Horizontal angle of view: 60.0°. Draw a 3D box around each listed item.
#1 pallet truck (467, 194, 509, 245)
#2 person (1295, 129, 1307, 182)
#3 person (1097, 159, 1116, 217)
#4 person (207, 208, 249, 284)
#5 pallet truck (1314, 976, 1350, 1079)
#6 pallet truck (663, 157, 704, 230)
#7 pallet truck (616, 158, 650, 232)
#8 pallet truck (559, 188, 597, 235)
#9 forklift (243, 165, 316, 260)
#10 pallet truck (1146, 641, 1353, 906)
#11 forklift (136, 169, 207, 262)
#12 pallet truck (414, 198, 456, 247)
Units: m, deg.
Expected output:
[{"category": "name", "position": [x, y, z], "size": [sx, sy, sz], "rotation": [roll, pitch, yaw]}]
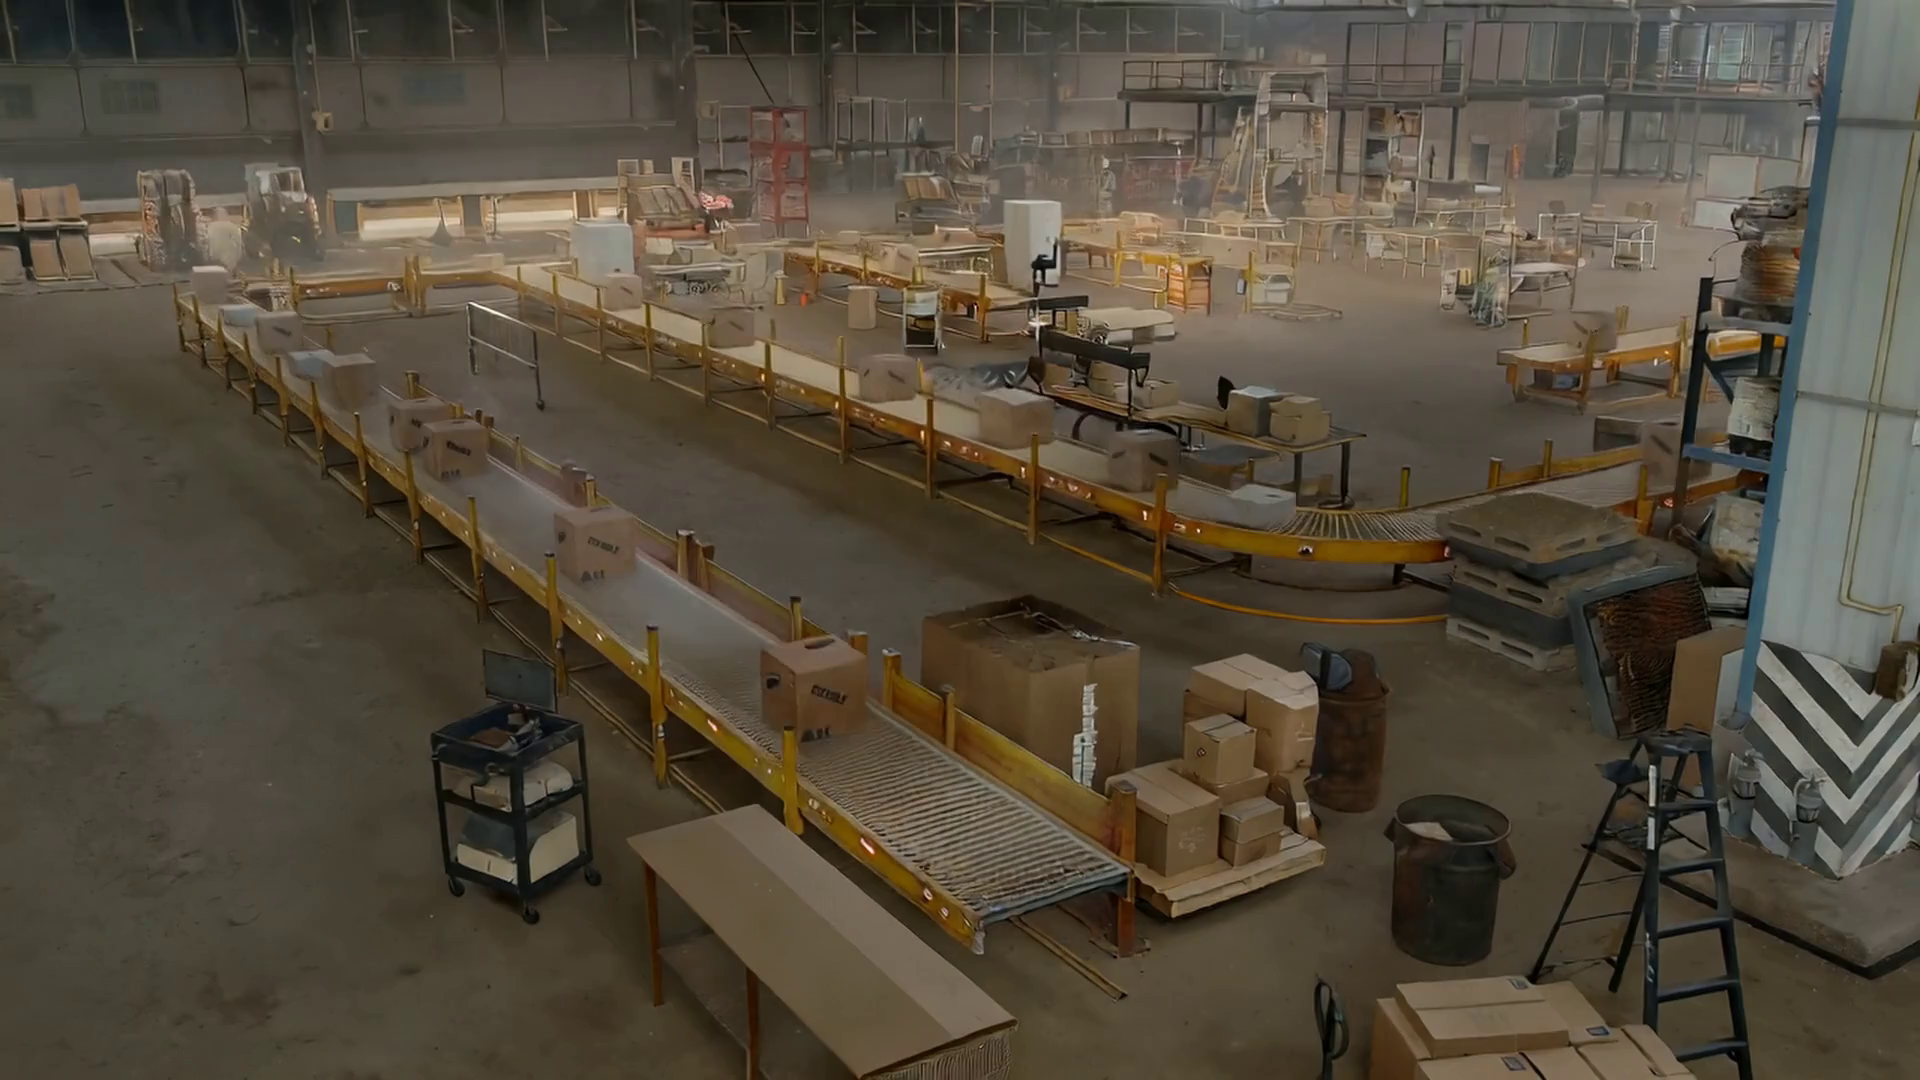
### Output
[{"category": "pallet truck", "position": [-11.983, -8.177, 42.137], "size": [0.704, 1.261, 1.522], "rotation": [-11, 20, -33]}, {"category": "person", "position": [12.340, -13.865, 60.054], "size": [0.358, 1.881, 0.574], "rotation": [11, 20, 33]}, {"category": "person", "position": [3.744, -8.792, 42.891], "size": [0.366, 2.048, 0.608], "rotation": [-12, 20, -34]}, {"category": "person", "position": [-14.155, -5.504, 32.269], "size": [0.658, 1.854, 1.007], "rotation": [5, 17, 15]}, {"category": "pallet truck", "position": [2.299, 2.390, 7.086], "size": [1.601, 1.201, 0.680], "rotation": [-2, 17, -7]}, {"category": "pallet truck", "position": [-7.586, -9.308, 44.692], "size": [0.823, 1.965, 1.885], "rotation": [-11, 20, -33]}, {"category": "pallet truck", "position": [-8.918, -9.176, 44.255], "size": [0.823, 1.965, 1.885], "rotation": [-9, 19, -27]}, {"category": "pallet truck", "position": [-10.010, -8.652, 43.699], "size": [0.653, 1.274, 1.630], "rotation": [-10, 20, -31]}, {"category": "forklift", "position": [-15.898, -7.669, 38.708], "size": [1.157, 1.987, 2.680], "rotation": [-11, 20, -33]}, {"category": "pallet truck", "position": [1.664, 1.407, 10.232], "size": [1.630, 1.274, 0.653], "rotation": [-10, 20, -31]}, {"category": "forklift", "position": [-17.842, -7.318, 37.559], "size": [1.157, 1.987, 2.680], "rotation": [-10, 20, -31]}, {"category": "pallet truck", "position": [-13.250, -8.060, 41.856], "size": [0.680, 1.201, 1.601], "rotation": [-10, 20, -31]}]
